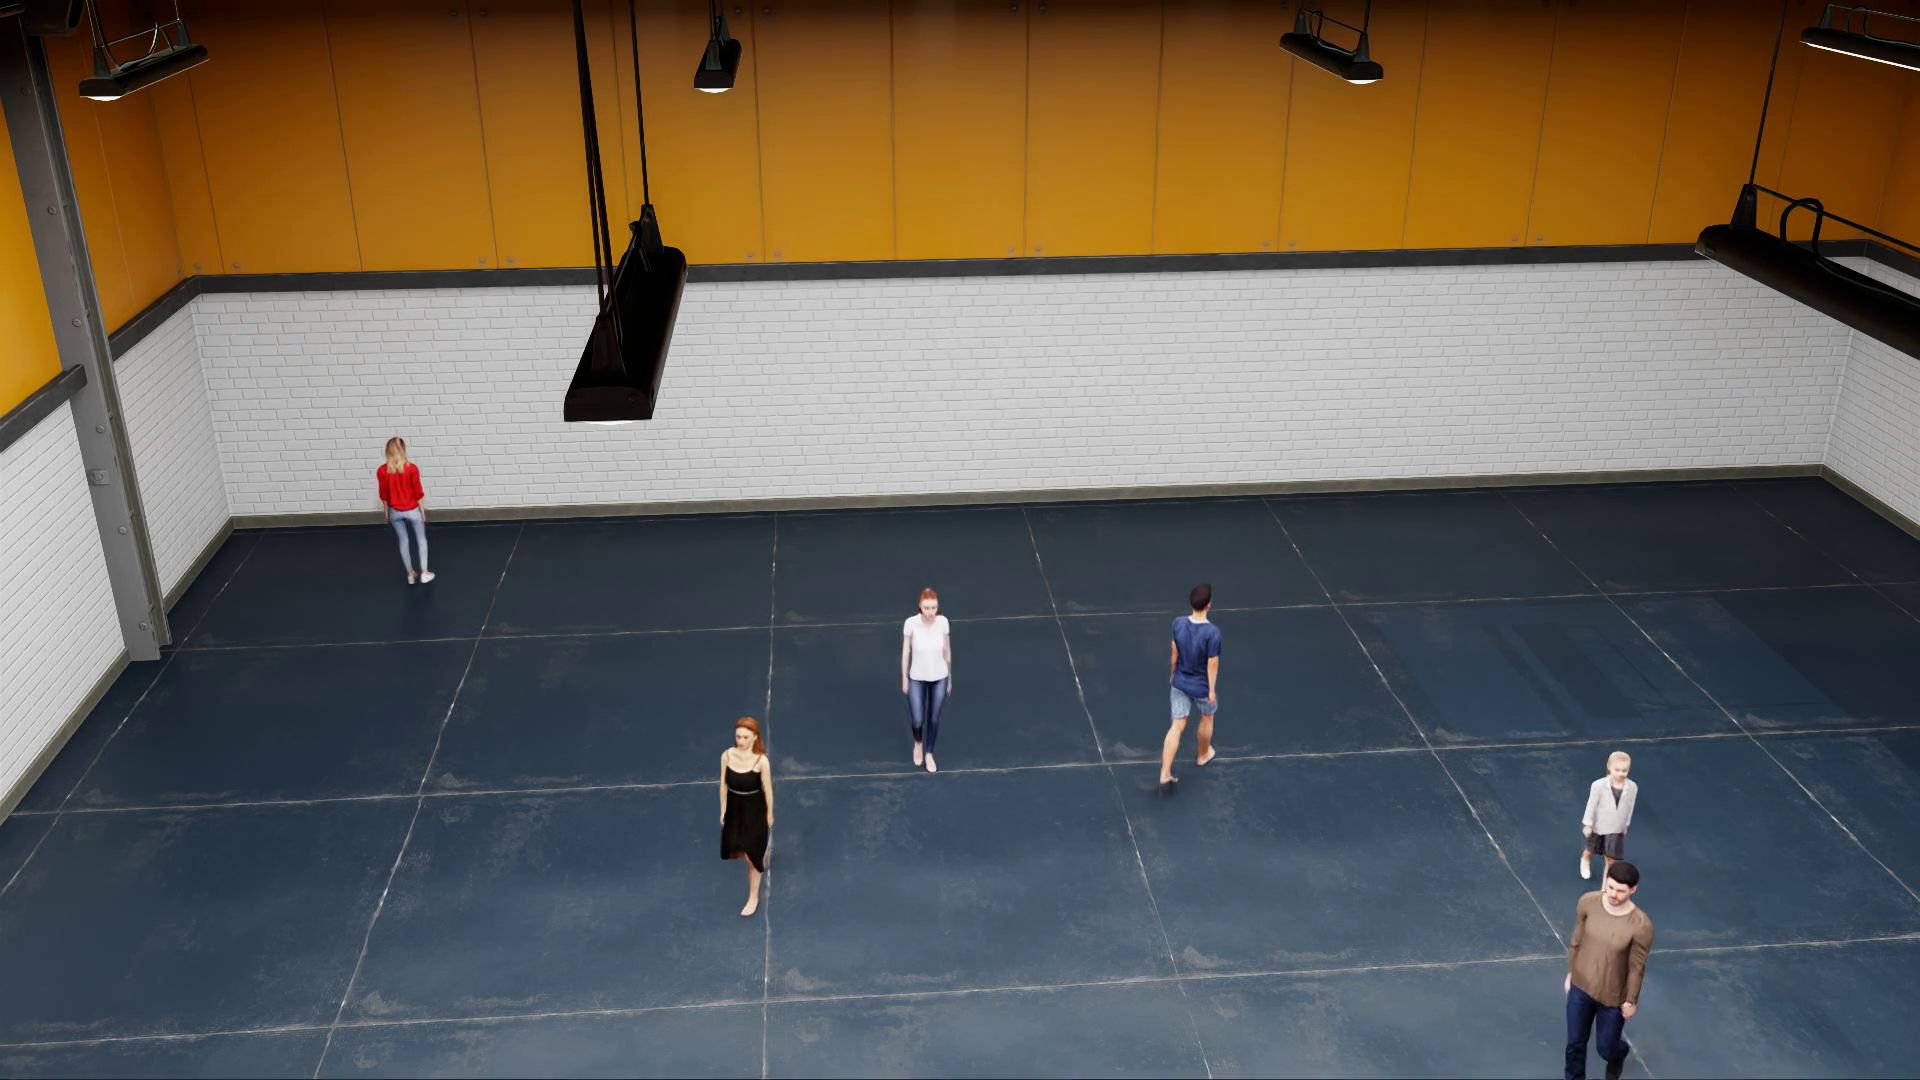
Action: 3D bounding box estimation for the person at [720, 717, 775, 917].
[{"bbox_3d":[-1.596,2.046,12.719,0.758,1.612,0.930,7,25,16],"label":"person"}]

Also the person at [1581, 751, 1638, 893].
[{"bbox_3d":[4.993,2.172,12.869,0.662,1.259,0.925,4,24,10],"label":"person"}]

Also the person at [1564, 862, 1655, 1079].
[{"bbox_3d":[4.128,2.817,10.626,1.013,1.874,0.977,-22,32,-40],"label":"person"}]

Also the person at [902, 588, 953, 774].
[{"bbox_3d":[-0.301,1.187,14.534,0.611,1.732,0.628,-4,24,-10],"label":"person"}]

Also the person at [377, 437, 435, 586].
[{"bbox_3d":[-6.001,-0.284,17.936,0.646,1.702,0.607,-5,24,-10],"label":"person"}]

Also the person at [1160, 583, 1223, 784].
[{"bbox_3d":[1.956,1.270,14.238,1.061,1.816,1.202,14,27,29],"label":"person"}]
